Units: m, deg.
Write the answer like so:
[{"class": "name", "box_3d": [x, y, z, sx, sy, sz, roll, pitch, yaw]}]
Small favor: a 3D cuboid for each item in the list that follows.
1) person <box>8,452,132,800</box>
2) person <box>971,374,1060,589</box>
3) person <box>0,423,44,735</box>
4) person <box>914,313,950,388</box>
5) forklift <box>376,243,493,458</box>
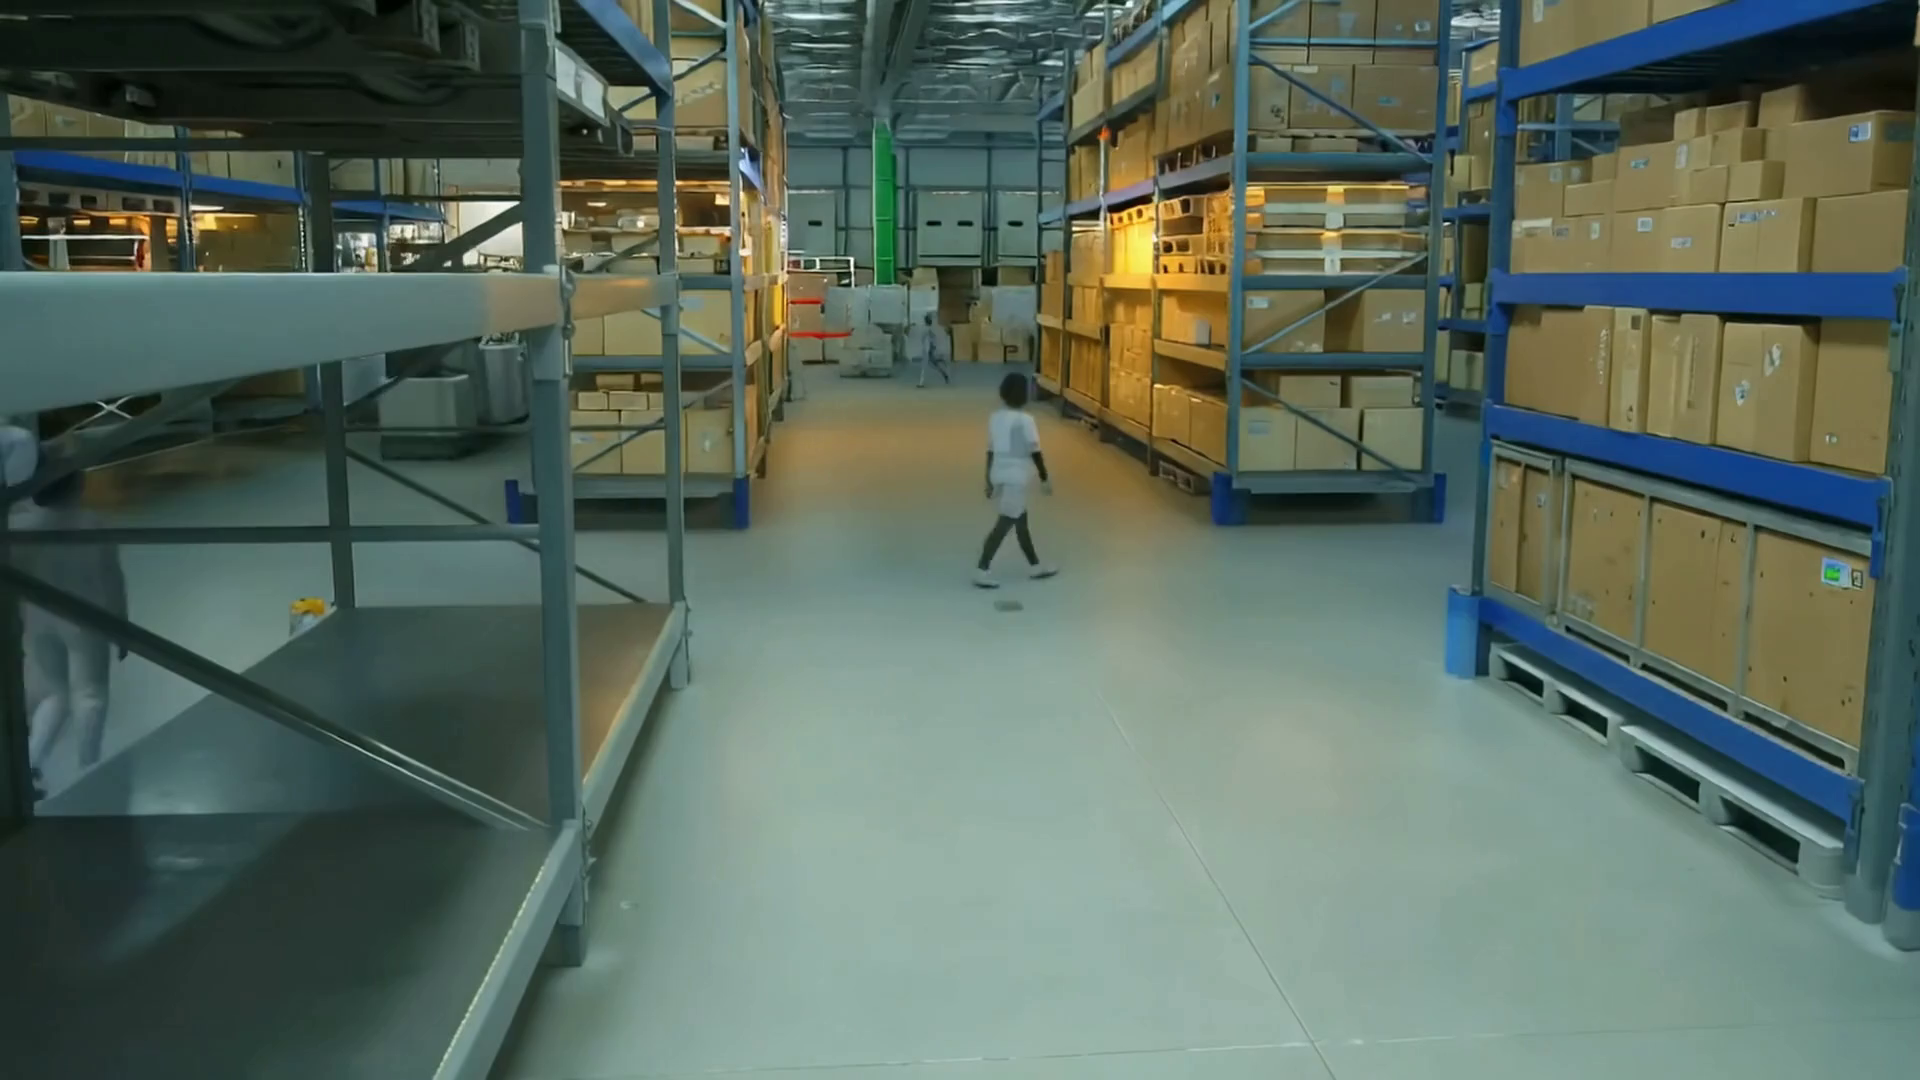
[{"class": "person", "box_3d": [-4.028, 0.417, 7.465, 0.543, 1.614, 0.432, -1, 9, -4]}, {"class": "person", "box_3d": [0.417, -0.455, 12.840, 0.893, 1.648, 0.531, -5, 11, -31]}, {"class": "person", "box_3d": [-4.922, 0.063, 8.396, 0.615, 2.027, 0.476, 0, 9, 0]}, {"class": "person", "box_3d": [-0.597, -4.015, 35.295, 0.699, 1.615, 0.524, -2, 9, -12]}, {"class": "forklift", "box_3d": [-7.032, -2.547, 22.121, 1.129, 2.768, 1.873, -1, 9, -4]}]
